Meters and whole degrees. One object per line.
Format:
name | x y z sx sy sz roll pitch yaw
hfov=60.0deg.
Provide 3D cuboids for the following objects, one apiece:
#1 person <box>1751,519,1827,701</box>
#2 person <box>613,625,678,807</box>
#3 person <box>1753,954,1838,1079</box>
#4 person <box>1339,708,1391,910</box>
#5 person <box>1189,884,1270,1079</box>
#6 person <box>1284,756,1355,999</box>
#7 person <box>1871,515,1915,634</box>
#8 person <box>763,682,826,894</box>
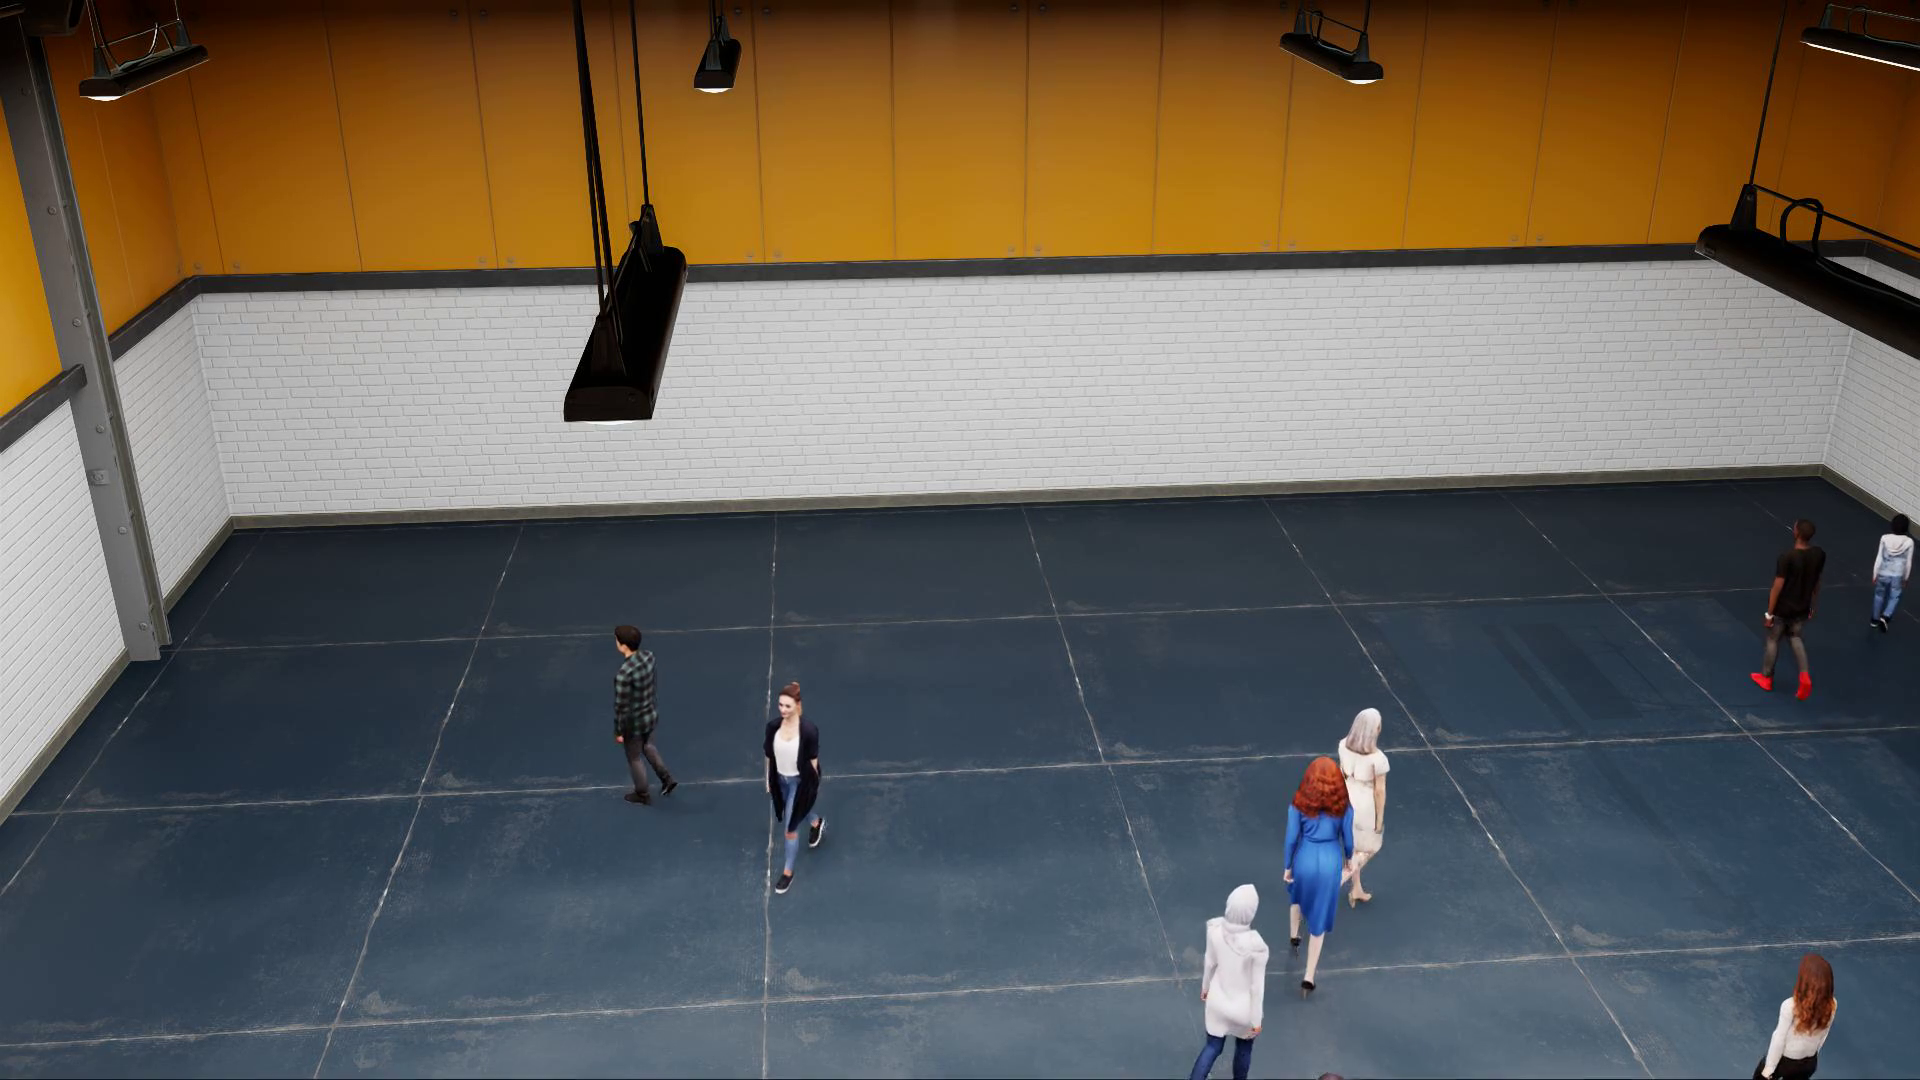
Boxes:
person | 7.862 0.679 15.623 0.649 1.790 0.949 -2 24 -6
person | -2.650 1.492 13.971 0.881 1.704 0.829 12 26 25
person | 5.147 3.225 10.191 0.582 1.475 0.529 -4 24 -9
person | 2.954 2.089 12.486 0.928 1.719 0.930 -17 29 -34
person | 1.659 2.965 10.440 1.058 1.753 1.100 20 31 38
person | 2.493 2.407 11.657 0.839 1.801 1.018 7 25 16
person | 9.535 0.356 17.033 0.702 1.252 0.779 16 28 32
person | -1.270 1.868 13.075 0.957 1.652 1.196 9 25 20
